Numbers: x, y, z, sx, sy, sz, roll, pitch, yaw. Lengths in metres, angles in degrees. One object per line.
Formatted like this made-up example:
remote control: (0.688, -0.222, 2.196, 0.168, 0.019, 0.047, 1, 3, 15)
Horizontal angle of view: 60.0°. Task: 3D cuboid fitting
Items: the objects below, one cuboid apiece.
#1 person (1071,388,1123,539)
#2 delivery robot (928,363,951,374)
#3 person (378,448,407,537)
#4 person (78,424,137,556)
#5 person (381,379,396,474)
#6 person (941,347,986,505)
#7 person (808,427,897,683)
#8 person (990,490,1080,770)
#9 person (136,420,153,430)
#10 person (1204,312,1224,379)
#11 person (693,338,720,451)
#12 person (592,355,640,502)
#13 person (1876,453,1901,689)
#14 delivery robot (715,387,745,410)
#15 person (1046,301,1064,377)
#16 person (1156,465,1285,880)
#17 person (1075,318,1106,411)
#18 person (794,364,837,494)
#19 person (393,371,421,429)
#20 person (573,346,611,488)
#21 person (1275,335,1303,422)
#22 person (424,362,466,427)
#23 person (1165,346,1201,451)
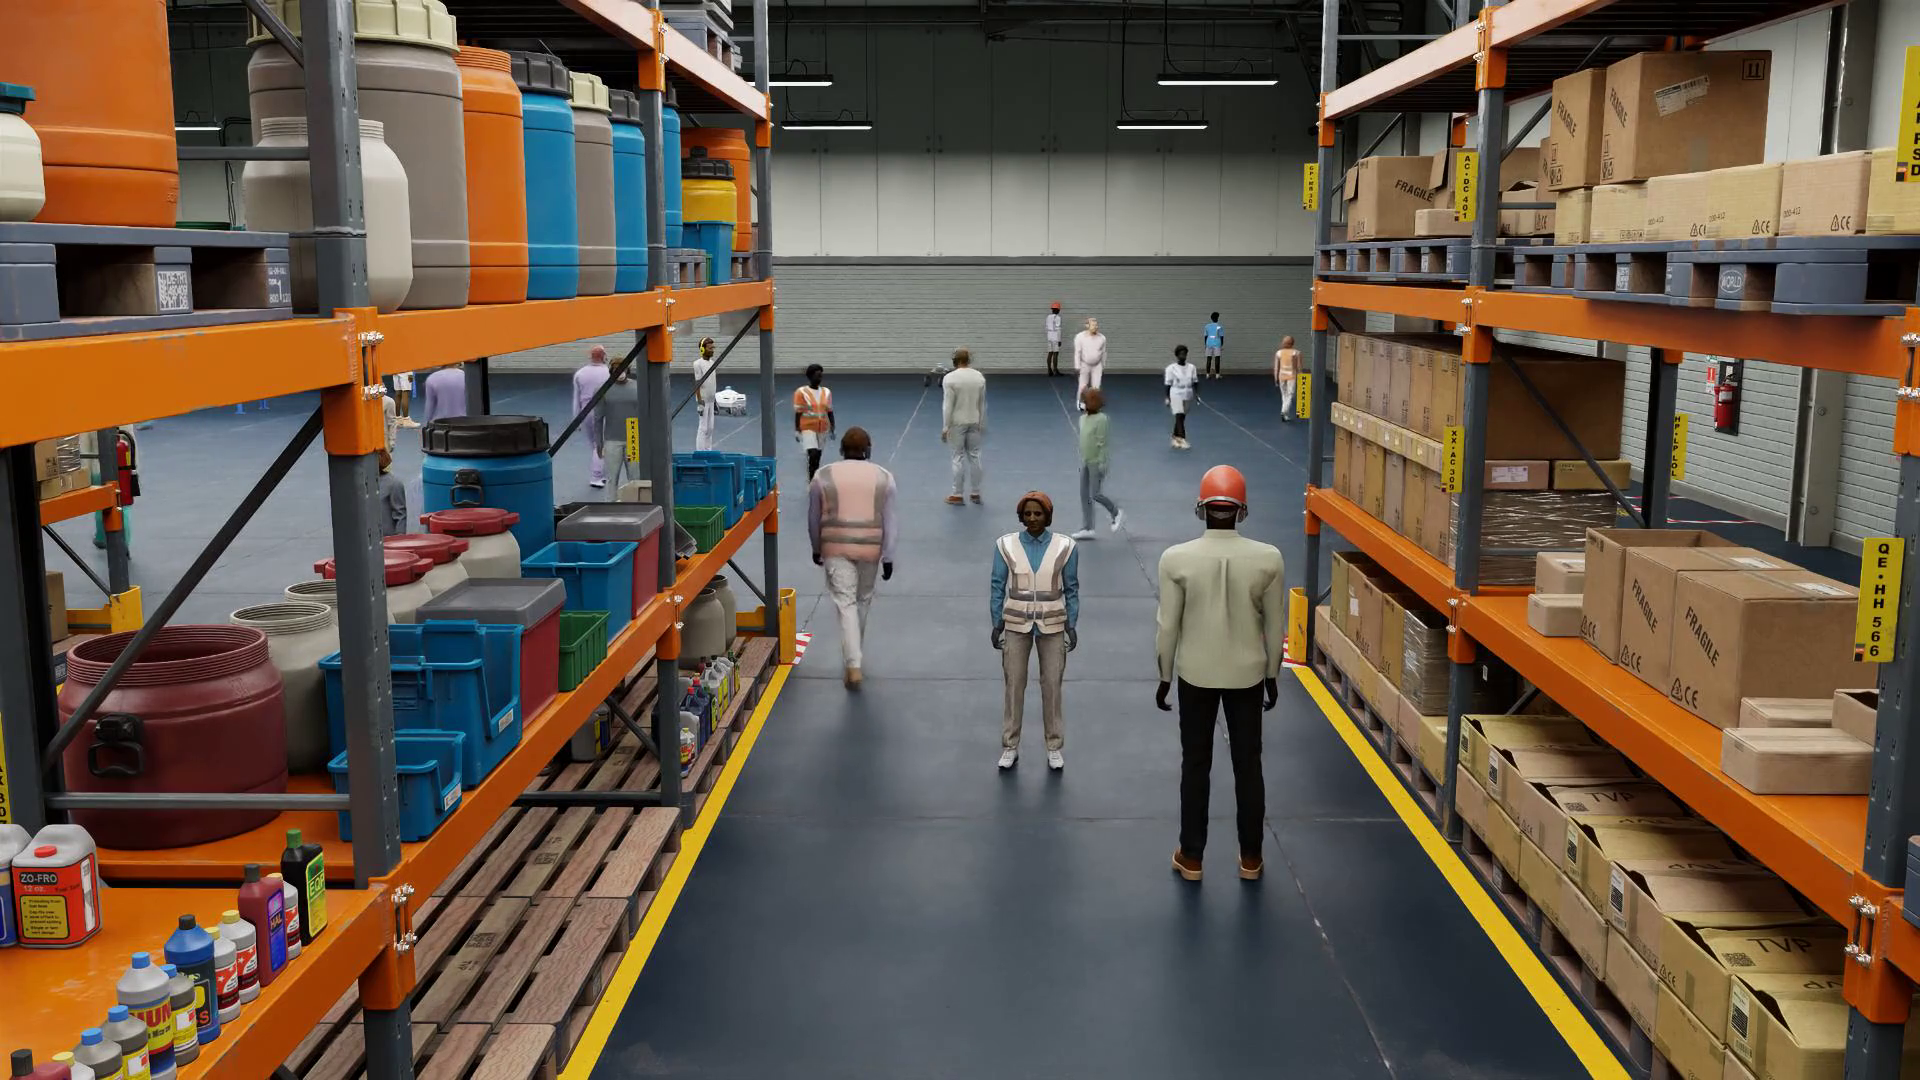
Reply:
person: (1.466, -0.825, 17.833, 0.487, 1.620, 0.511, -5, 11, -29)
delivery robot: (-0.482, -4.120, 39.833, 0.335, 0.223, 0.698, 6, 12, 34)
person: (-4.421, 0.040, 12.626, 0.502, 1.633, 0.280, 4, 10, 20)
person: (-8.624, -0.709, 16.858, 0.547, 1.714, 0.923, -7, 12, -38)
person: (-6.983, -1.175, 19.902, 0.499, 1.633, 0.286, 1, 10, 7)
person: (0.044, -1.396, 20.394, 0.670, 1.930, 0.368, -7, 12, -36)
person: (-0.764, 0.093, 11.874, 0.610, 1.793, 0.981, -2, 10, -13)
person: (0.435, 0.523, 9.713, 0.522, 1.640, 0.305, 1, 9, 4)
person: (-14.636, -2.797, 29.143, 0.574, 1.793, 0.970, 8, 12, 38)
person: (6.461, -4.944, 42.282, 0.540, 1.697, 0.317, 6, 11, 31)
person: (-3.646, -1.984, 24.042, 0.328, 1.872, 0.512, 3, 10, 19)
person: (-3.759, -1.089, 18.493, 0.626, 1.936, 0.379, -4, 10, -23)
person: (5.901, 0.297, 10.160, 0.620, 1.942, 1.114, -4, 10, -22)
delivery robot: (-4.503, -2.744, 32.370, 0.707, 0.478, 0.477, 8, 13, 41)
person: (2.467, -5.231, 43.283, 0.375, 1.939, 0.546, -6, 11, -32)
person: (1.241, 0.636, 7.970, 0.611, 1.996, 0.387, 0, 9, 2)
person: (2.544, -3.401, 32.478, 0.649, 1.883, 0.700, -1, 10, -7)
person: (-1.784, -1.373, 20.956, 0.553, 1.672, 0.671, -8, 12, -39)
person: (-9.951, -3.020, 29.758, 0.605, 2.033, 0.392, 9, 13, 44)
person: (-4.761, -1.635, 22.025, 0.664, 1.853, 1.010, 2, 10, 11)
person: (6.056, -2.982, 30.777, 0.517, 1.612, 0.708, 7, 12, 35)
person: (-6.157, -1.373, 20.277, 0.730, 1.906, 0.485, -2, 10, -10)
person: (3.504, -2.250, 26.281, 0.531, 1.649, 0.874, -4, 10, -23)
